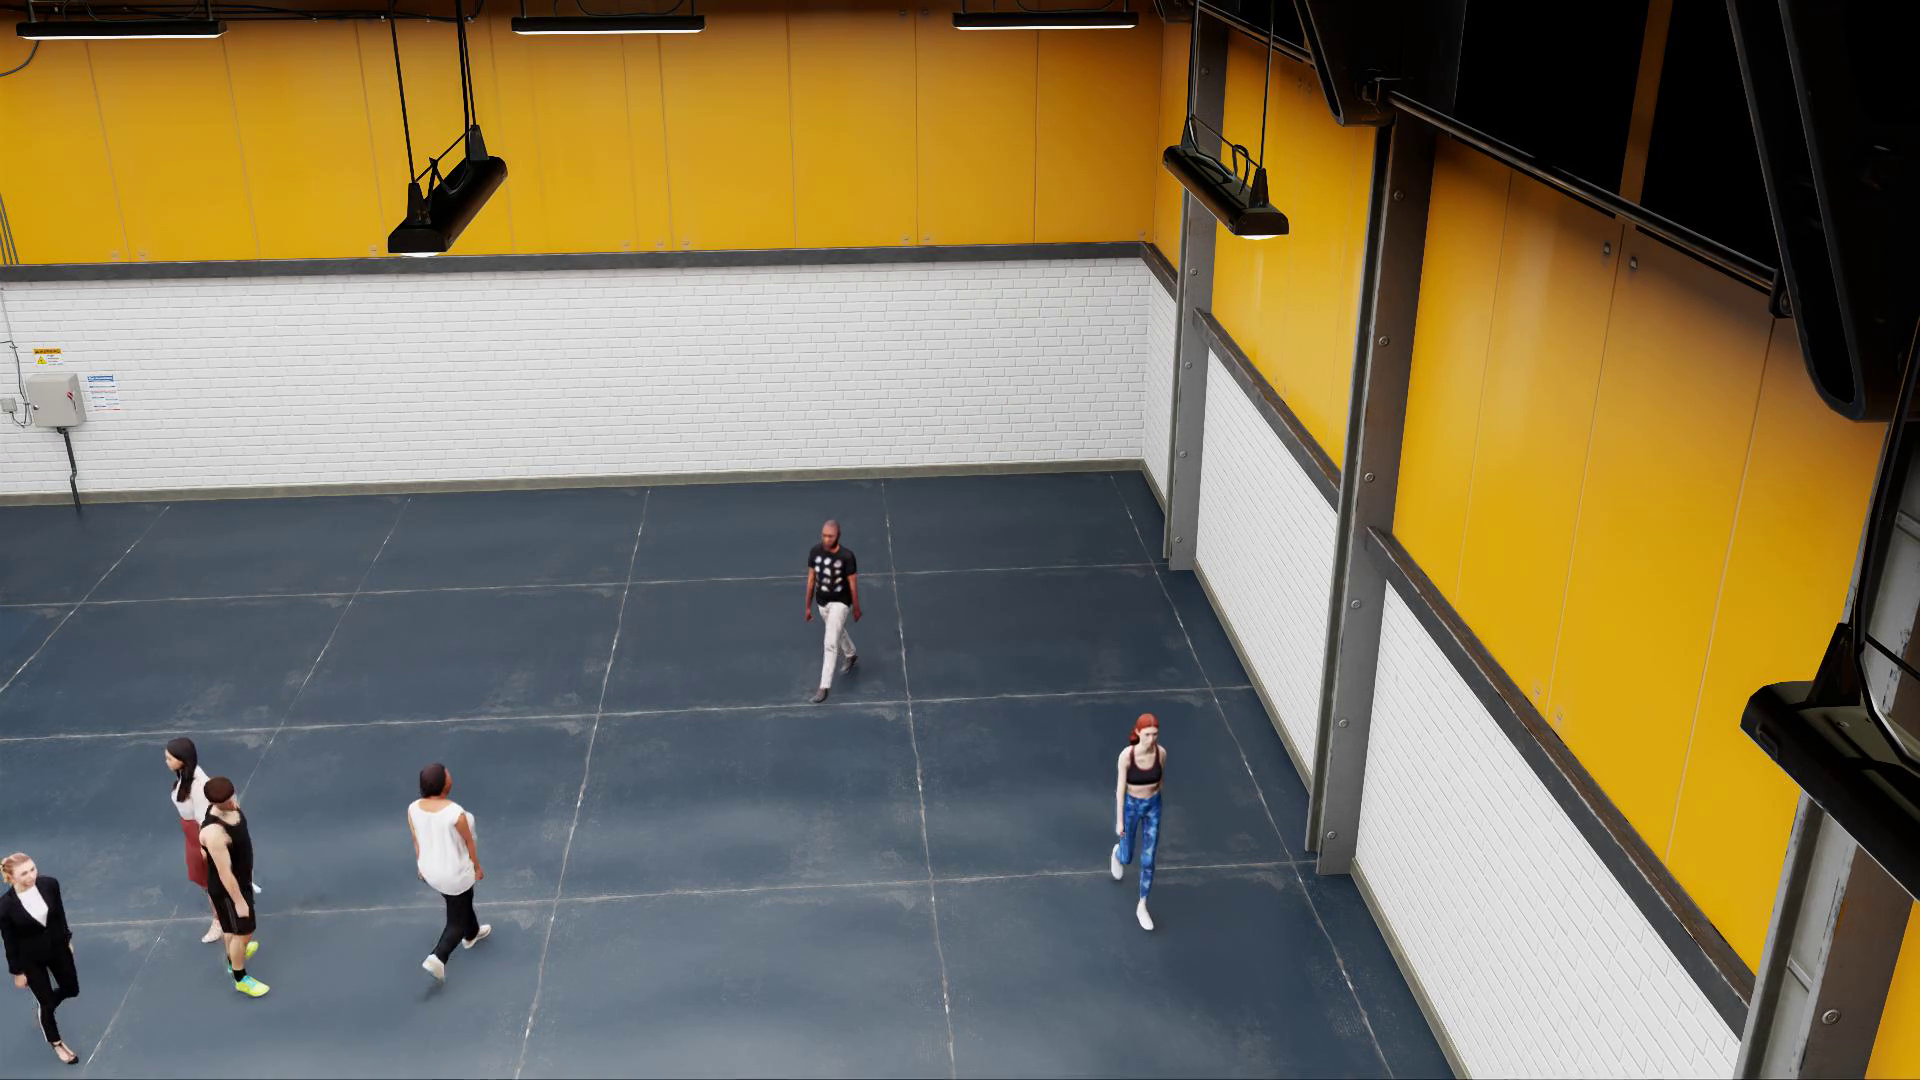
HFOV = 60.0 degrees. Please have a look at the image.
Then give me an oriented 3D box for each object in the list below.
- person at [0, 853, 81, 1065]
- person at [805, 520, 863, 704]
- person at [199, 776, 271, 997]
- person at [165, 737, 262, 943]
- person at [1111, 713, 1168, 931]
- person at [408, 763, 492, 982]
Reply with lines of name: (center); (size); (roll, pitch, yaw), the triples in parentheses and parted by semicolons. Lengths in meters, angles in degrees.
person: (-6.293, 2.817, 11.320); (0.893, 1.693, 0.844); (14, 27, 29)
person: (-1.196, 0.624, 16.265); (1.105, 1.751, 1.343); (11, 26, 23)
person: (-5.275, 2.450, 11.963); (0.975, 1.851, 0.661); (-13, 27, -27)
person: (-5.640, 2.243, 12.573); (0.856, 1.740, 0.808); (-19, 30, -37)
person: (1.361, 2.102, 12.862); (0.629, 1.767, 0.991); (-5, 24, -11)
person: (-3.781, 2.435, 12.230); (0.988, 1.663, 1.127); (12, 26, 26)
